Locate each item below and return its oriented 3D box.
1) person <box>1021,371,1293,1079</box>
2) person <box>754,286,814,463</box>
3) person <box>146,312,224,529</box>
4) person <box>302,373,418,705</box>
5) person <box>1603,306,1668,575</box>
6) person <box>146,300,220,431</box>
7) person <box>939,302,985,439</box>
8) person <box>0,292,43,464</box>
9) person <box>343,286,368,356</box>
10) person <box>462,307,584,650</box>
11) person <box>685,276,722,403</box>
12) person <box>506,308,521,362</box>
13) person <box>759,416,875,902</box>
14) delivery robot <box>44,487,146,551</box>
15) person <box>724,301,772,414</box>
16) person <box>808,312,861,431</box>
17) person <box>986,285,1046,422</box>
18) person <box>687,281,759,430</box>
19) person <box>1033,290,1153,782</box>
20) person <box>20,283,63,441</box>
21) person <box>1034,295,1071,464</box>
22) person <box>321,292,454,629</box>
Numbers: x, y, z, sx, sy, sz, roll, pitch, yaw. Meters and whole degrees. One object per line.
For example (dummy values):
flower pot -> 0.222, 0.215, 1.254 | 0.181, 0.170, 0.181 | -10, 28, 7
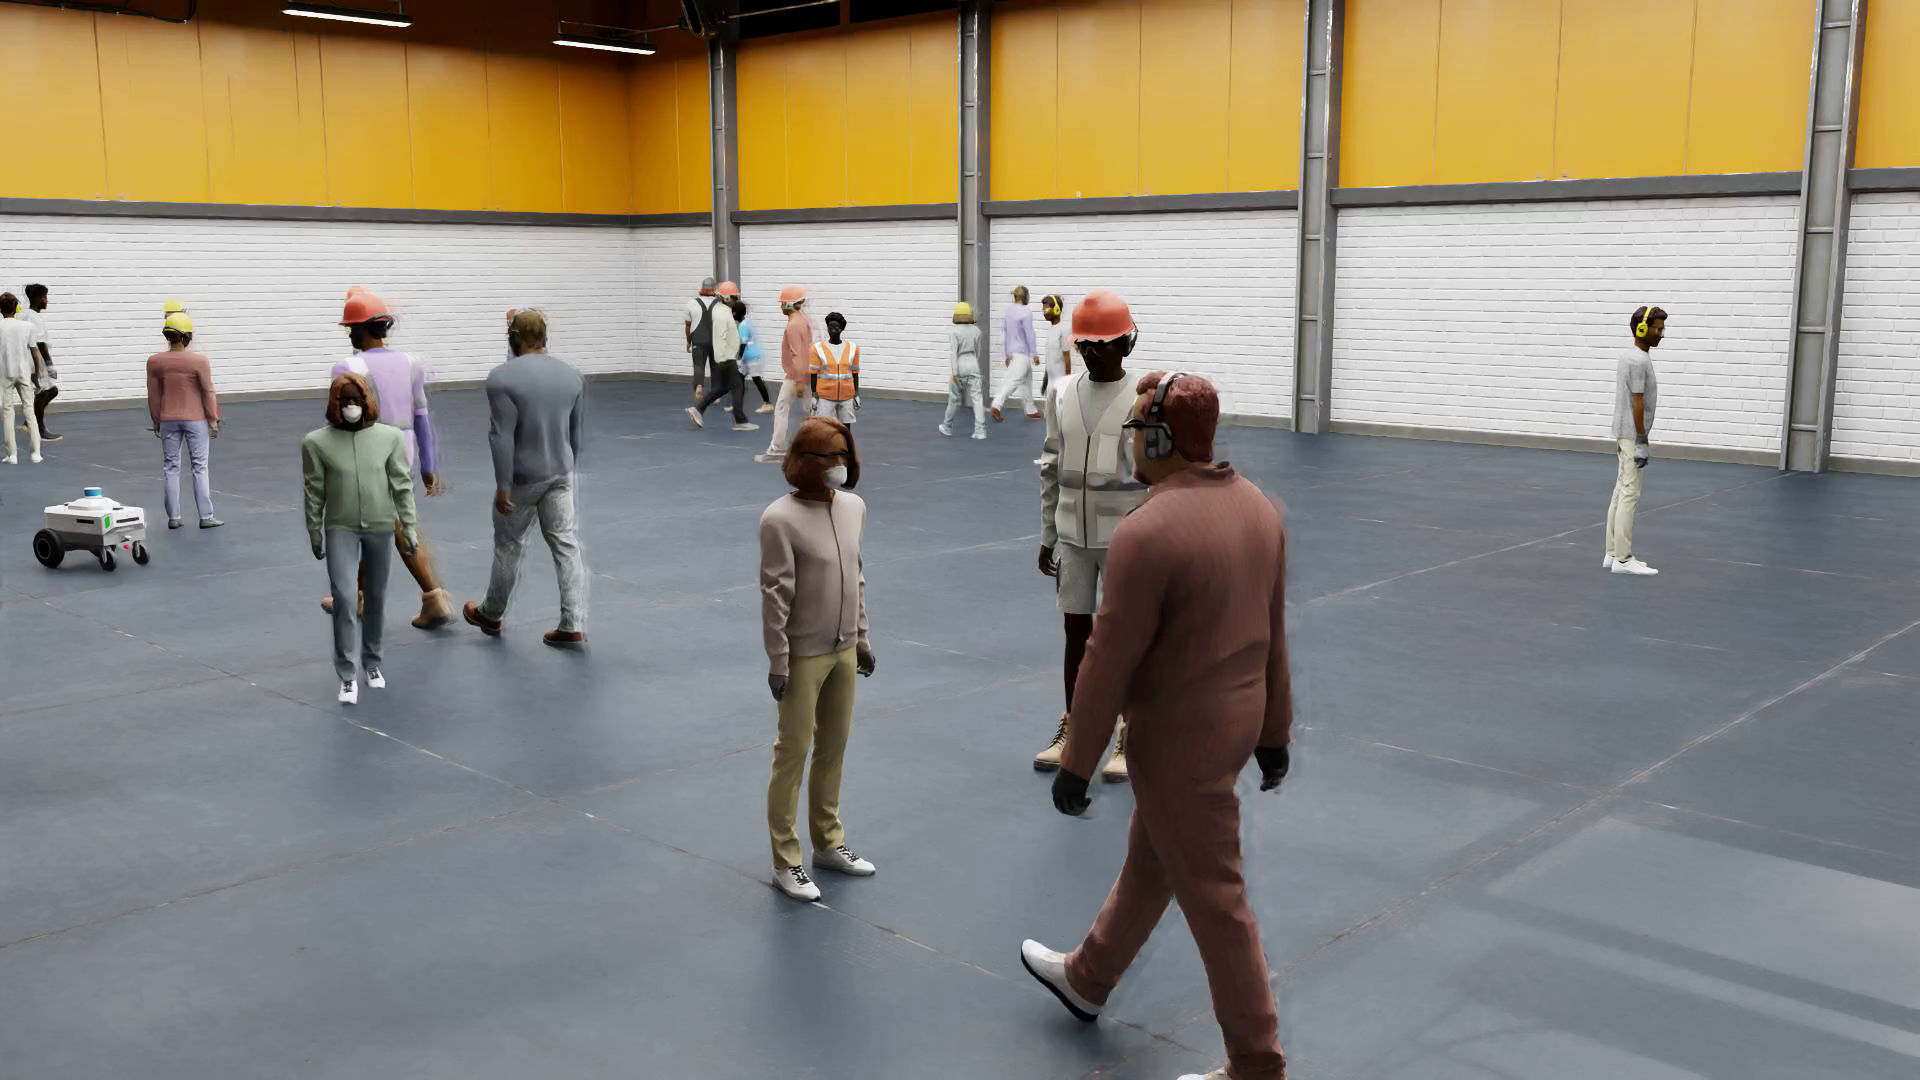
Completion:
person -> 0.495, 0.497, 4.325 | 1.000, 1.855, 0.674 | 7, 12, 37
person -> -1.710, -1.777, 18.114 | 1.017, 1.918, 0.635 | 2, 9, 12
person -> -6.325, -0.965, 13.571 | 0.533, 1.768, 0.310 | 0, 9, -2
person -> -2.937, -0.010, 8.201 | 0.505, 1.607, 0.702 | -5, 10, -28
person -> 4.722, -0.694, 11.612 | 0.327, 1.865, 0.517 | 2, 9, 11
person -> -10.320, -2.323, 22.045 | 0.926, 1.721, 0.534 | -6, 11, -35
person -> 0.056, -2.131, 20.926 | 0.498, 1.698, 0.883 | -5, 10, -28
person -> -10.322, -1.763, 18.146 | 0.534, 1.869, 0.315 | -7, 12, -39
person -> -6.917, -1.977, 19.291 | 0.404, 1.922, 0.576 | -3, 10, -20
person -> -2.458, -0.354, 9.410 | 0.972, 1.893, 0.663 | 8, 12, 40
person -> -3.945, -3.127, 25.987 | 0.688, 2.000, 0.846 | -1, 9, -7
person -> -5.649, -2.141, 21.220 | 0.598, 1.609, 0.527 | 3, 10, 20
person -> -0.478, 0.390, 5.671 | 0.265, 1.631, 0.507 | 7, 11, 36
delivery robot -> -6.175, -0.133, 11.871 | 0.707, 0.478, 0.477 | 5, 11, 26
person -> -3.120, -2.648, 24.228 | 0.803, 1.636, 0.545 | -2, 9, -10
person -> -1.244, -1.424, 16.586 | 0.537, 1.698, 0.320 | -3, 10, -18
person -> 0.778, -2.587, 23.104 | 0.957, 1.911, 0.631 | -4, 10, -21
person -> -3.134, -2.413, 21.852 | 0.888, 1.966, 0.622 | -1, 9, -4
person -> 0.582, -0.013, 6.913 | 0.605, 2.035, 0.384 | 6, 11, 32
person -> -11.306, -2.174, 20.437 | 0.427, 1.944, 0.606 | -6, 11, -31
person -> 1.100, -1.738, 18.072 | 0.525, 1.845, 0.500 | -3, 10, -16
person -> -3.425, -0.466, 9.856 | 1.082, 1.987, 0.621 | 5, 10, 26
